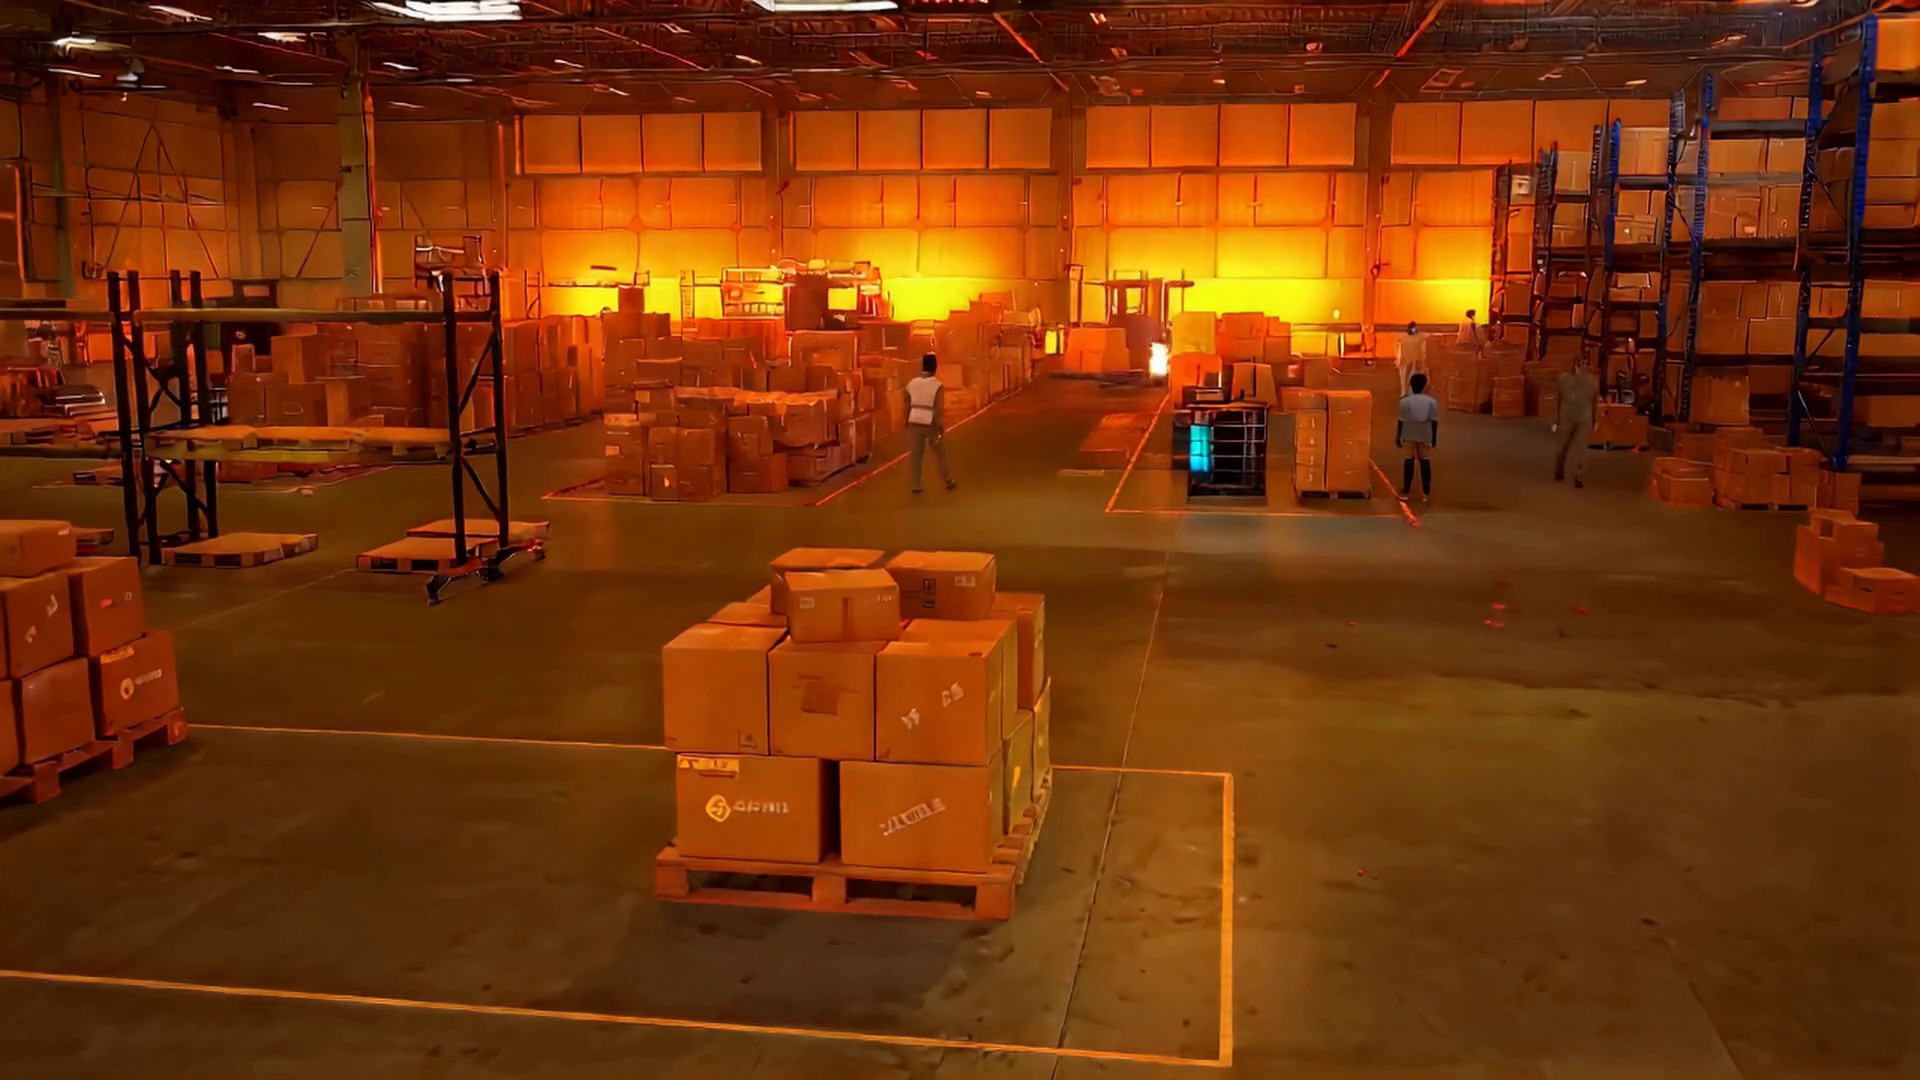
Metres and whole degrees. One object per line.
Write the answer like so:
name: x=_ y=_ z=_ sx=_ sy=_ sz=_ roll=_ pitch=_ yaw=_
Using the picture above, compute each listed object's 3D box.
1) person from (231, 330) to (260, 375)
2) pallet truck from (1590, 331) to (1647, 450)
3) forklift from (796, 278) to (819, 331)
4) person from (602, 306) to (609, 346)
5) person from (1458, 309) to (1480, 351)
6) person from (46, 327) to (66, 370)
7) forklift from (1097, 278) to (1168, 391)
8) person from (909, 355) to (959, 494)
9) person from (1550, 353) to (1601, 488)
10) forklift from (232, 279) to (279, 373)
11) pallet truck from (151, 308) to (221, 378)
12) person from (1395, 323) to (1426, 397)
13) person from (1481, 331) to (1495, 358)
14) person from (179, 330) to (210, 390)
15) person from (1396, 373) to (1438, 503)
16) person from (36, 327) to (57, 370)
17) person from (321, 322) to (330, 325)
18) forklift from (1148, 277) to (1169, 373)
person: x=-15.696 y=-3.747 z=36.543 sx=0.570 sy=1.730 sz=0.363 roll=-4 pitch=10 yaw=-24
pallet truck: x=11.253 y=-2.573 z=28.499 sx=0.823 sy=1.965 sz=1.885 roll=5 pitch=10 yaw=27
forklift: x=-3.865 y=-5.259 z=42.346 sx=1.873 sy=2.768 sz=1.129 roll=1 pitch=9 yaw=9
person: x=-11.267 y=-6.532 z=53.161 sx=0.564 sy=1.915 sz=0.453 roll=0 pitch=9 yaw=2
person: x=13.884 y=-5.307 z=45.367 sx=0.611 sy=1.996 sz=0.378 roll=9 pitch=13 yaw=43
person: x=-22.731 y=-4.530 z=41.752 sx=0.525 sy=1.617 sz=0.705 roll=-7 pitch=12 yaw=-38
forklift: x=4.452 y=-5.257 z=42.338 sx=1.129 sy=2.768 sz=1.873 roll=6 pitch=11 yaw=34
person: x=-0.380 y=-1.588 z=22.804 sx=0.596 sy=1.881 sz=0.932 roll=6 pitch=11 yaw=33
person: x=8.657 y=-1.699 z=23.427 sx=0.662 sy=1.890 sz=0.635 roll=2 pitch=9 yaw=10
forklift: x=-16.058 y=-4.570 z=38.102 sx=1.129 sy=2.768 sz=1.873 roll=-9 pitch=13 yaw=-43
pallet truck: x=-21.869 y=-5.598 z=47.154 sx=0.823 sy=1.965 sz=1.885 roll=4 pitch=10 yaw=26
person: x=9.916 y=-3.837 z=36.638 sx=0.653 sy=1.882 sz=1.007 roll=2 pitch=10 yaw=14
person: x=12.521 y=-4.198 z=39.737 sx=0.774 sy=1.607 sz=0.521 roll=3 pitch=10 yaw=18
person: x=-14.859 y=-3.149 z=32.377 sx=0.644 sy=1.900 sz=0.999 roll=1 pitch=9 yaw=6
person: x=5.960 y=-1.327 z=21.733 sx=0.540 sy=1.697 sz=0.317 roll=0 pitch=9 yaw=-2
person: x=-20.020 y=-3.746 z=36.390 sx=0.988 sy=1.800 sz=0.516 roll=-6 pitch=11 yaw=-33
person: x=-16.056 y=-4.761 z=42.173 sx=0.627 sy=1.940 sz=0.372 roll=1 pitch=9 yaw=4
forklift: x=5.739 y=-6.288 z=48.696 sx=1.873 sy=2.768 sz=1.129 roll=1 pitch=9 yaw=9
